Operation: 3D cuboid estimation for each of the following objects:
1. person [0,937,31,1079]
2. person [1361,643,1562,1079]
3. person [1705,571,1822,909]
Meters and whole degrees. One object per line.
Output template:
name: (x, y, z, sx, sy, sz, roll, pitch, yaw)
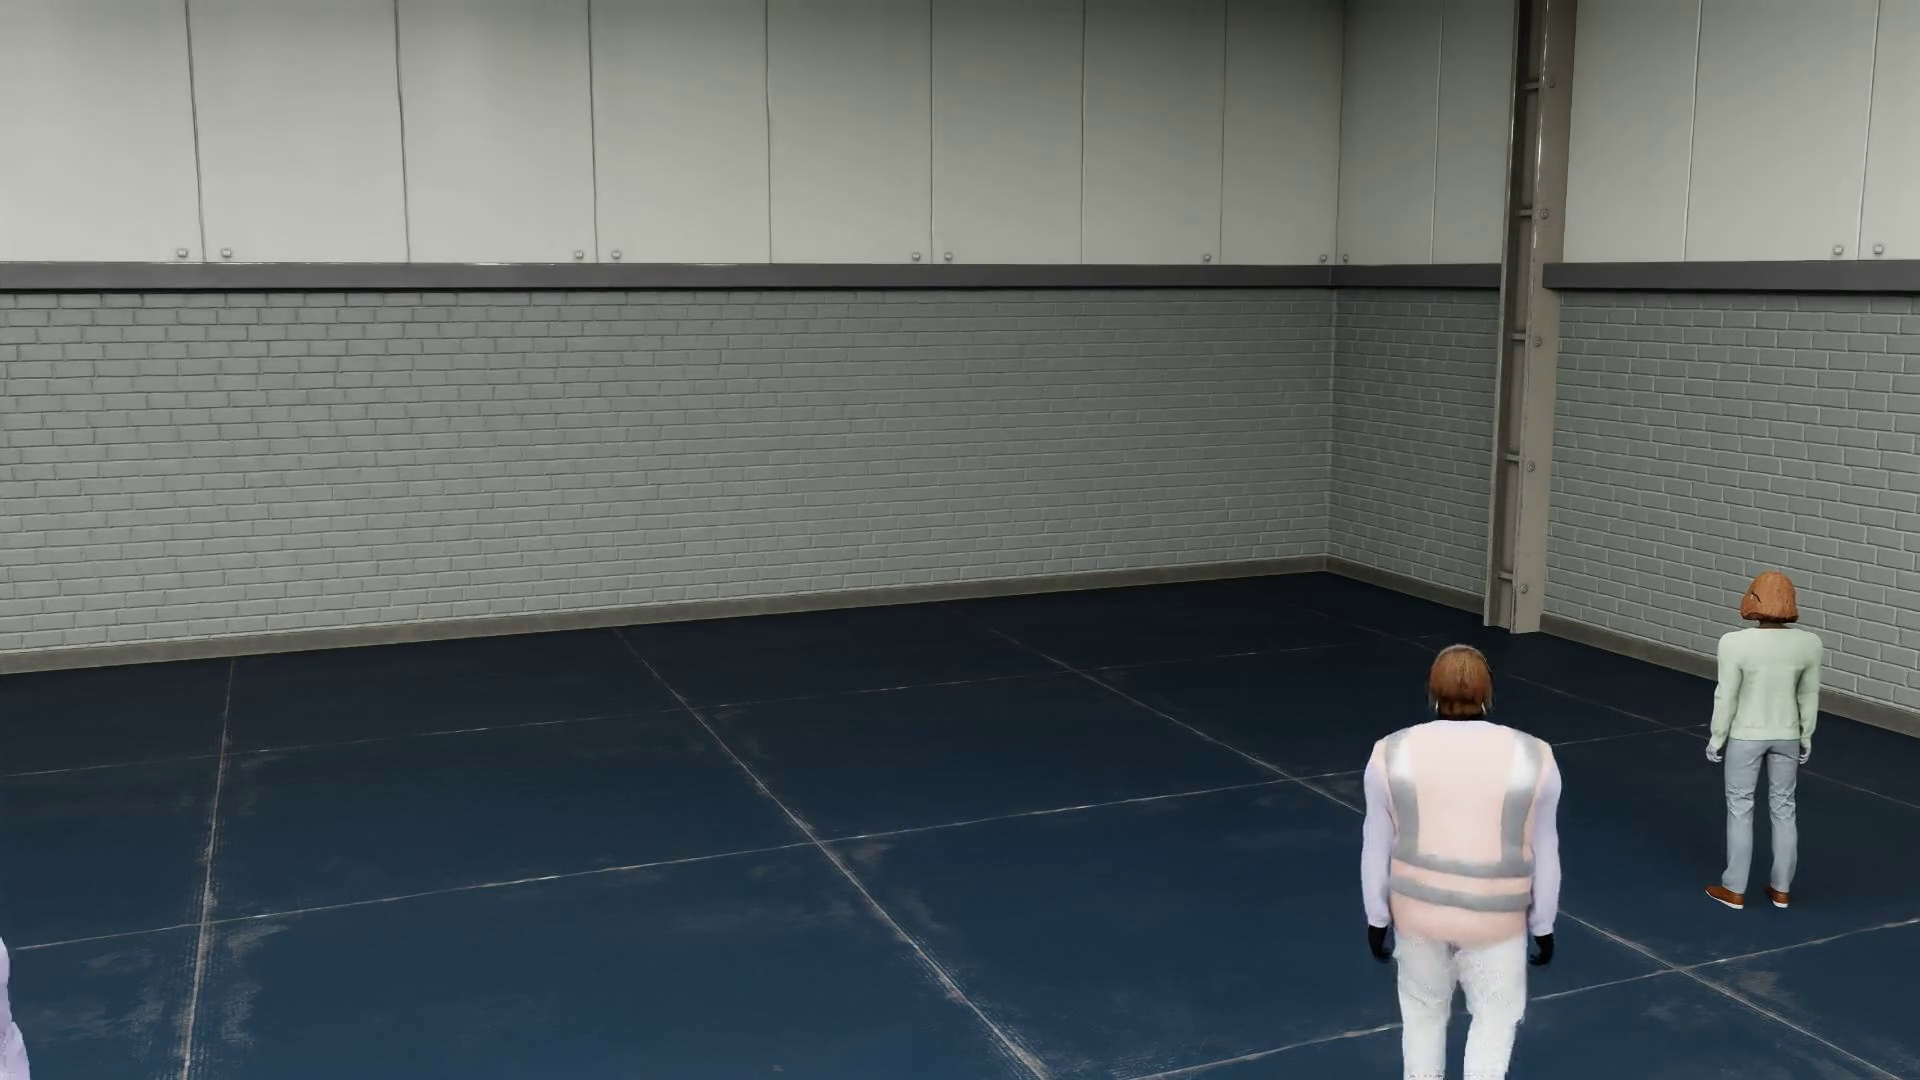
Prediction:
person: (-2.456, 1.480, 3.792, 0.633, 1.924, 0.463, -2, 9, -11)
person: (1.642, 1.255, 5.509, 0.641, 1.828, 0.579, 3, 10, 20)
person: (3.840, 0.959, 7.971, 0.508, 1.632, 0.270, 0, 9, -1)
